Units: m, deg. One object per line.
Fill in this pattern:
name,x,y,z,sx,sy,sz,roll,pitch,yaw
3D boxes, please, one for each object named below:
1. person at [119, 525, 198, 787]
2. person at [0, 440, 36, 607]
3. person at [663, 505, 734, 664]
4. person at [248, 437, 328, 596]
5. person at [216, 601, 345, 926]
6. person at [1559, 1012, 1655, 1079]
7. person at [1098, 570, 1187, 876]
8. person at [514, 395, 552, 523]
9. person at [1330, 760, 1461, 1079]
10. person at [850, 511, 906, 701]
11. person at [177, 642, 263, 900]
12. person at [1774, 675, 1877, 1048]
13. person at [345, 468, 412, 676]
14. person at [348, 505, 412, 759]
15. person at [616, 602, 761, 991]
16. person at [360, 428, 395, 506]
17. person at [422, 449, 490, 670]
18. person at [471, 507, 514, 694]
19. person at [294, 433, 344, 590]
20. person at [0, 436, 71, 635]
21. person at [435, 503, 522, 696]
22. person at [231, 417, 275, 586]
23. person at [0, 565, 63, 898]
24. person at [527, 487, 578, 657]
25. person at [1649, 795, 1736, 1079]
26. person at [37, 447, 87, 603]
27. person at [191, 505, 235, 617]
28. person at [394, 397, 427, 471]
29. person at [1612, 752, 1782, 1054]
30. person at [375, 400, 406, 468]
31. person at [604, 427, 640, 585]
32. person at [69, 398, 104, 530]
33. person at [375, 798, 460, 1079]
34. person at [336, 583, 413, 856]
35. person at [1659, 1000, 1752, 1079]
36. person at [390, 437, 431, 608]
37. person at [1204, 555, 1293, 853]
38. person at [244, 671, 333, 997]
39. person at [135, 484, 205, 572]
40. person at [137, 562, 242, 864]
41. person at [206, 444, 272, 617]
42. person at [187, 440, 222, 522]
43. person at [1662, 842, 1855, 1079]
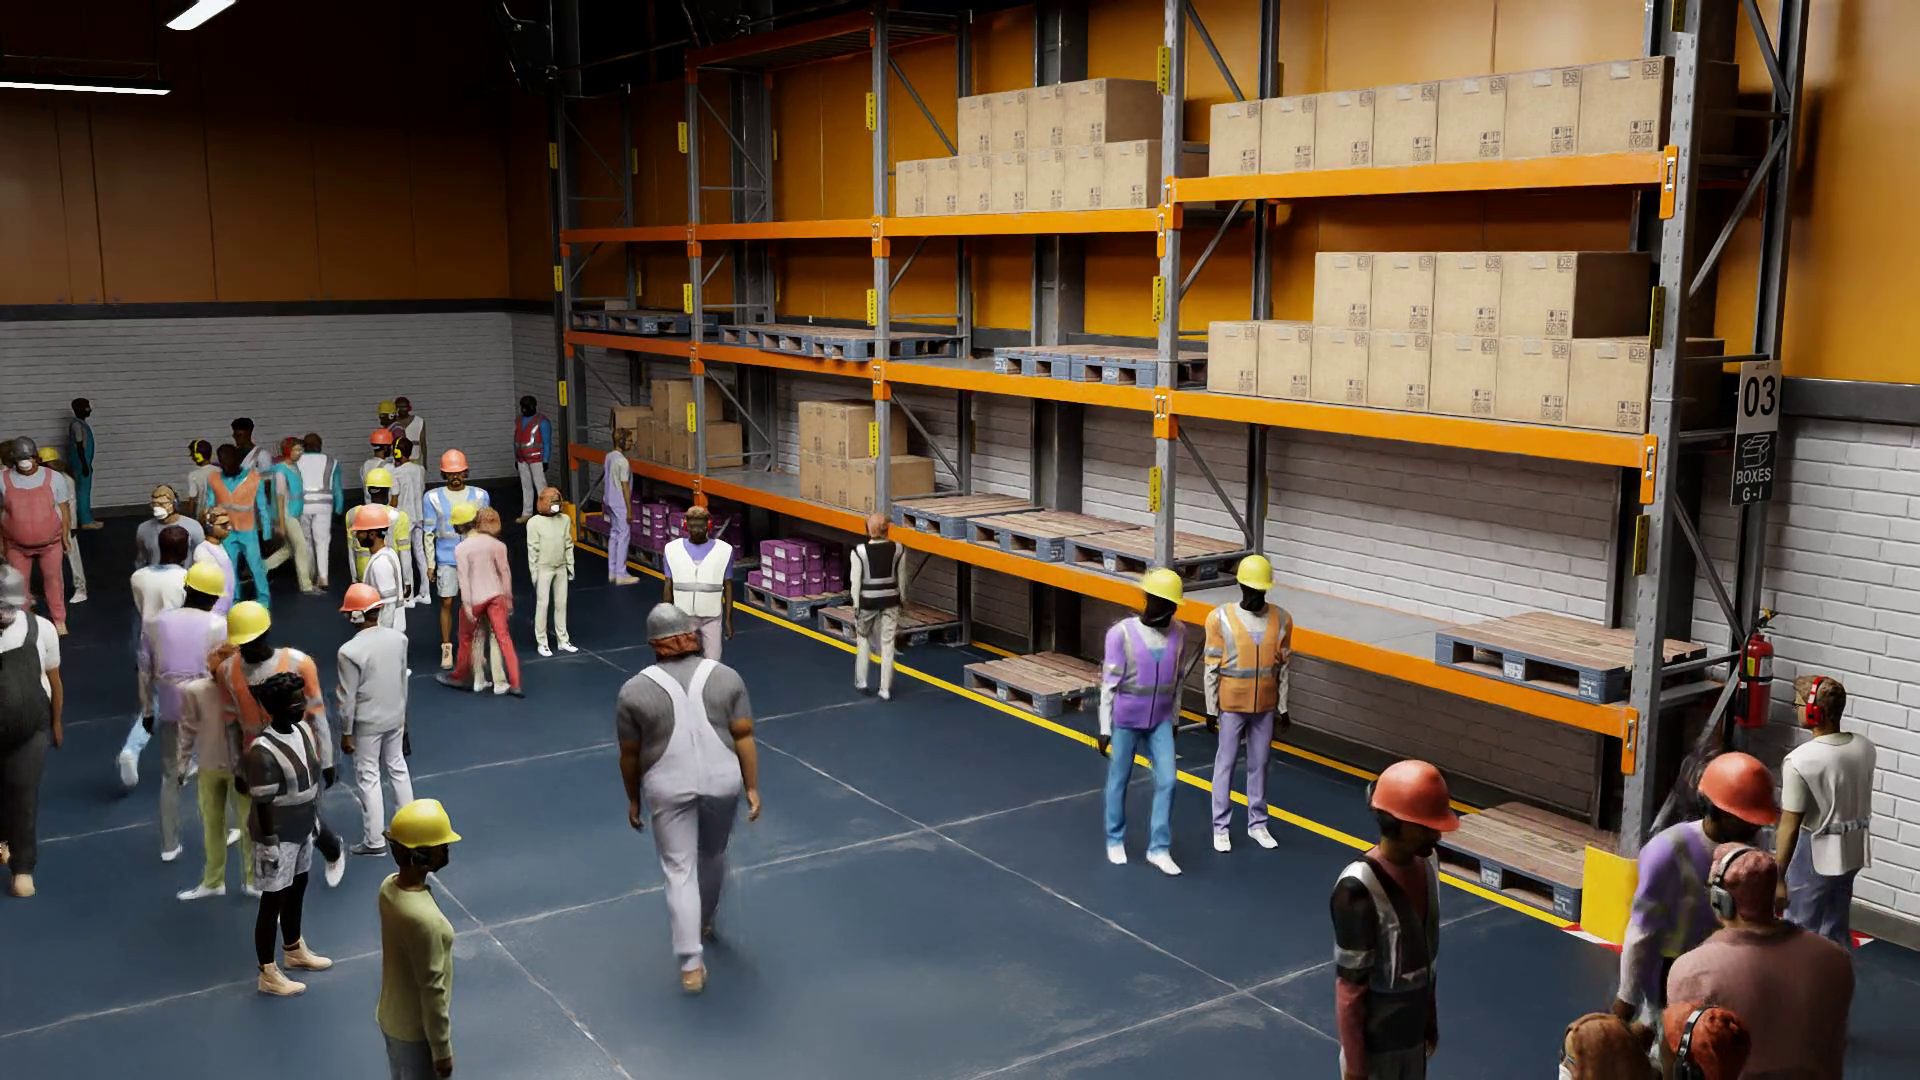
person,-5.725,0.843,11.952,0.595,1.888,0.791,2,10,14
person,-10.285,-0.164,17.997,0.366,1.838,0.581,-9,13,-44
person,-2.085,0.627,13.314,0.567,1.845,0.389,-1,10,-6
person,-7.566,-0.251,18.571,0.768,1.814,0.583,-2,10,-12
person,-3.899,1.244,9.570,0.644,1.888,0.669,1,10,4
person,1.874,2.169,4.900,0.282,1.627,0.502,1,10,7
person,1.127,1.126,10.232,0.696,1.887,0.764,-3,10,-18
person,-6.114,-1.141,23.697,0.636,1.842,0.429,5,11,29
person,1.579,1.775,6.041,0.411,2.032,0.611,9,13,43
person,-0.726,0.550,14.432,0.505,1.613,0.685,-2,10,-13
person,-4.331,1.357,9.719,0.633,1.610,0.321,-2,10,-9
person,4.088,1.555,7.903,0.562,1.836,0.396,-5,11,-25
person,-5.206,0.310,14.972,0.582,1.919,0.398,1,10,4
person,-4.408,0.695,12.643,0.376,1.935,0.550,-3,10,-17
person,-1.464,1.280,8.907,0.719,2.000,1.059,-4,10,-20
person,-6.331,-0.264,18.305,0.543,1.929,0.386,7,12,37
person,-4.628,0.177,15.371,0.612,2.043,0.374,-4,11,-24
person,-4.111,0.527,14.518,0.504,1.632,0.269,5,11,27
person,-7.439,-0.328,19.127,0.677,1.787,0.957,-3,10,-18
person,-9.244,-0.029,16.586,0.688,2.000,0.536,-5,11,-29
person,-4.157,0.508,14.394,0.904,1.707,0.611,6,11,31
person,-8.230,-0.449,19.274,0.614,1.963,0.361,4,11,25
person,-5.844,1.069,10.141,0.690,2.000,1.014,-6,11,-30
person,-3.899,0.298,15.895,0.291,1.626,0.502,8,13,39
person,3.011,1.862,6.562,0.544,1.682,0.505,-3,10,-18
person,-9.945,-0.164,18.288,0.492,1.733,0.326,2,10,9
person,-5.917,0.636,13.259,0.342,1.845,0.506,-2,10,-11
person,-7.866,-1.127,23.652,0.565,1.834,0.400,-1,10,-8
person,2.913,1.732,6.644,0.621,1.930,1.222,-5,11,-27
person,-7.878,-1.028,23.091,0.403,1.824,0.593,-7,12,-35
person,-3.944,-0.392,19.331,0.348,1.836,0.517,-7,12,-35
person,-12.222,-1.064,23.240,0.345,1.846,0.508,-4,11,-24
person,-2.055,1.851,6.386,0.340,1.761,0.527,-6,12,-33
person,-3.758,1.136,10.619,0.356,1.742,0.573,4,11,23
person,1.947,2.127,4.418,0.574,1.880,0.358,-5,11,-27
person,-5.999,-0.191,18.079,0.326,1.863,0.509,5,11,26
person,1.848,1.039,10.656,0.587,1.926,0.366,-2,10,-12
person,-3.495,1.505,8.625,0.322,1.690,0.533,1,10,5
person,-6.515,0.498,13.794,0.633,1.939,0.368,1,10,3
person,-4.860,1.086,10.517,0.638,1.883,0.440,-2,10,-10
person,-7.501,-0.059,17.279,0.619,1.889,0.581,0,10,0
person,-8.029,-0.153,17.881,0.355,1.854,0.627,6,12,33
person,2.646,1.958,5.456,0.662,1.871,0.838,-1,10,-3
